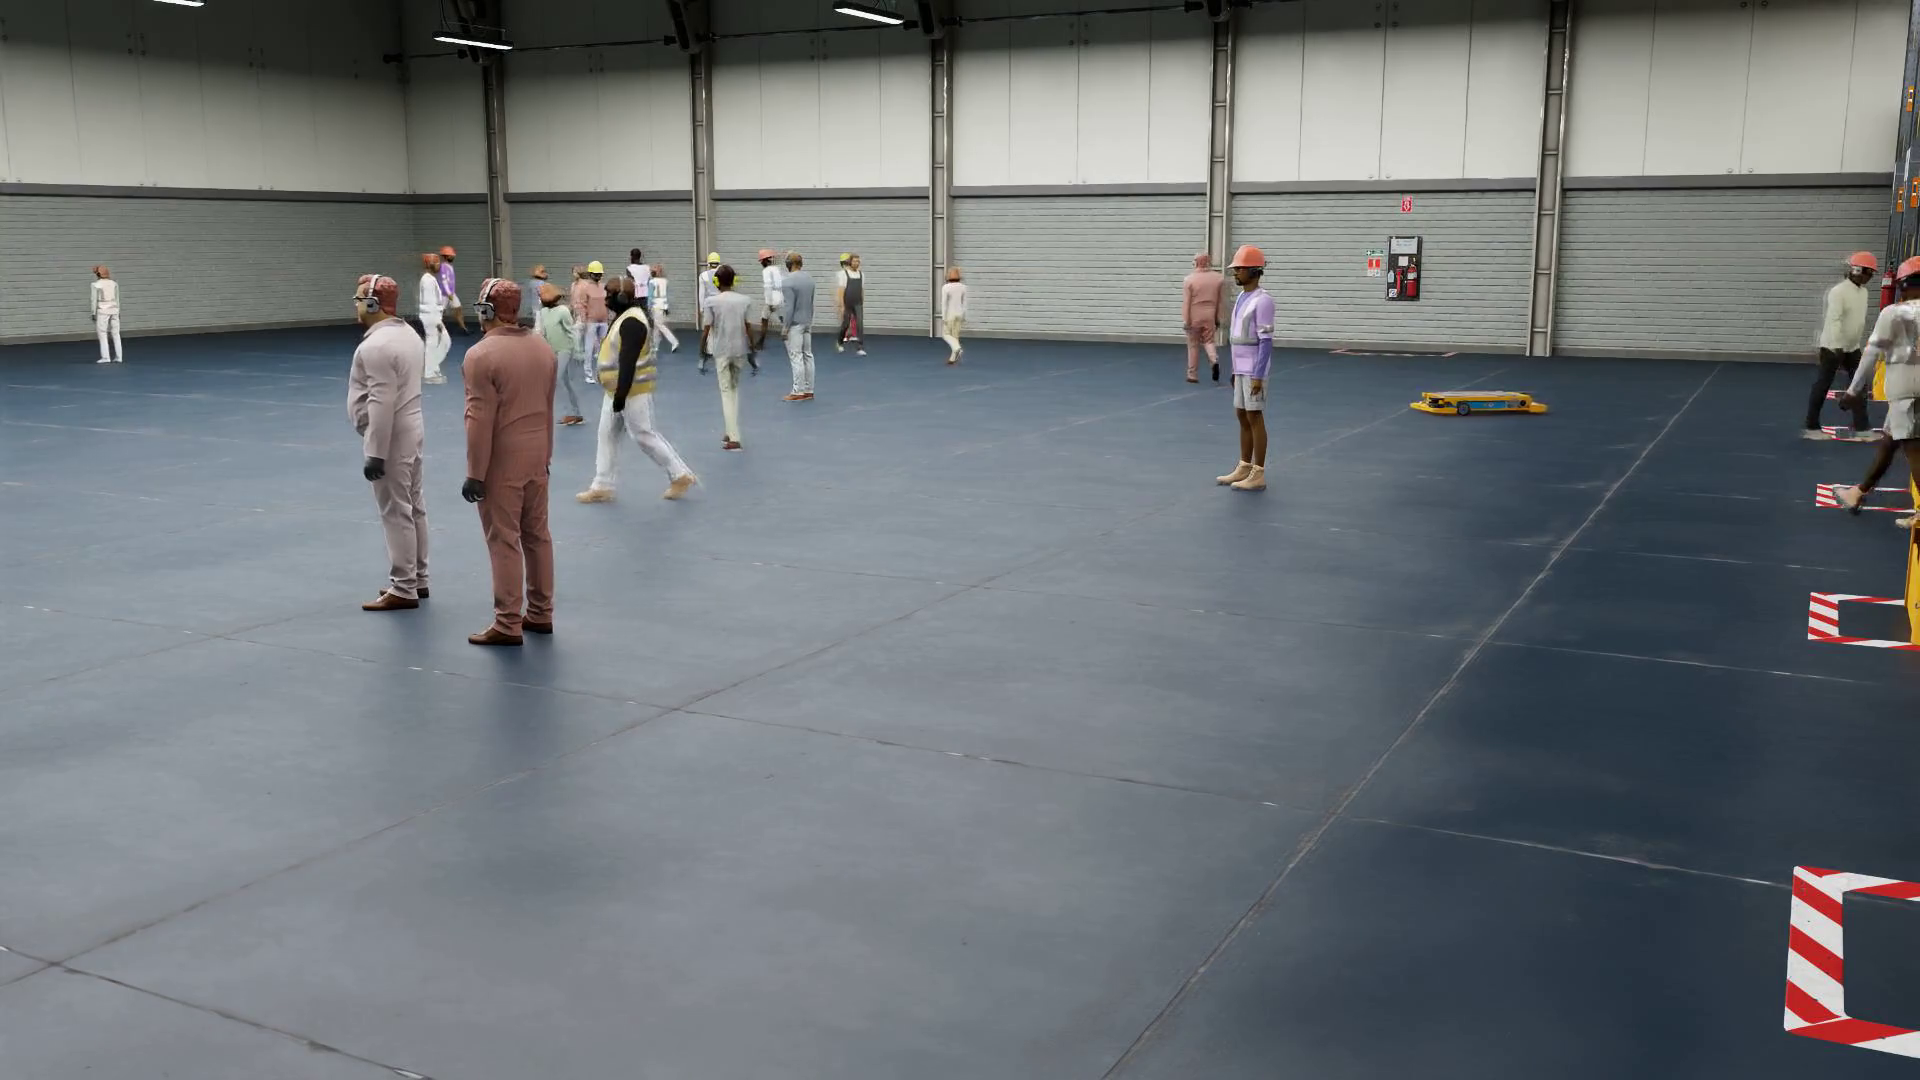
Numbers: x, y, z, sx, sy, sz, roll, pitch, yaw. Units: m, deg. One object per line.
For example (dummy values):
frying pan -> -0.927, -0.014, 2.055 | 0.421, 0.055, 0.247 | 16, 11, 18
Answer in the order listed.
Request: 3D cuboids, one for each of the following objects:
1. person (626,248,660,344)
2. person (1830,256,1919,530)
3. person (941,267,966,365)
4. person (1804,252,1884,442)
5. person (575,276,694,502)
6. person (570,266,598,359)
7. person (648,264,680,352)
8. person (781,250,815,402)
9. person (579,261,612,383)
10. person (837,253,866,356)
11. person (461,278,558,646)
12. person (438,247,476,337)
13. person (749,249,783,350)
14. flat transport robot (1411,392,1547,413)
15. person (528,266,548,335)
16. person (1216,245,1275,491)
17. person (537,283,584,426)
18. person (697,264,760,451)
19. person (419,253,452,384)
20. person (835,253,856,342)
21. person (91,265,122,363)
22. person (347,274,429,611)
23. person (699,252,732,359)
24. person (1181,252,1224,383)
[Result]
person -> -6.263, -4.771, 32.607 | 0.974, 1.881, 0.604 | 8, 13, 36
person -> 6.909, -1.091, 12.257 | 0.641, 1.958, 1.087 | -4, 11, -21
person -> -0.083, -3.658, 27.234 | 0.504, 1.620, 0.477 | -8, 13, -36
person -> 9.146, -1.956, 17.037 | 0.649, 1.940, 0.941 | -5, 11, -24
person -> -2.618, -1.200, 13.303 | 0.895, 1.815, 0.617 | -5, 11, -24
person -> -6.525, -3.941, 28.817 | 0.850, 1.601, 0.534 | -8, 13, -39
person -> -5.429, -4.212, 30.279 | 0.765, 1.611, 0.523 | 5, 11, 23
person -> -2.088, -2.735, 21.332 | 0.369, 1.936, 0.630 | 6, 12, 28
person -> -5.244, -3.141, 24.037 | 0.333, 1.761, 0.525 | 9, 14, 41
person -> -1.948, -4.205, 29.680 | 0.519, 1.821, 0.812 | -5, 12, -26
person -> -2.375, -0.404, 8.701 | 0.408, 1.908, 0.645 | 4, 11, 22
person -> -10.737, -5.184, 34.851 | 1.009, 1.891, 0.549 | 3, 11, 13
person -> -3.417, -4.430, 30.762 | 1.028, 1.875, 0.591 | 5, 11, 23
flat transport robot -> 6.240, -1.663, 20.029 | 1.431, 0.197, 0.652 | -1, 10, -8
person -> -7.247, -3.986, 29.069 | 0.531, 1.587, 0.838 | 10, 14, 43
person -> 2.404, -1.435, 13.946 | 0.381, 2.045, 0.605 | -2, 11, -11
person -> -4.460, -2.065, 18.589 | 0.557, 1.596, 0.516 | -9, 14, -42
person -> -2.355, -1.831, 16.663 | 0.571, 1.840, 0.795 | -6, 12, -32
person -> -7.541, -3.171, 23.904 | 0.481, 1.864, 0.609 | -3, 11, -14
person -> -2.292, -4.863, 33.403 | 0.523, 1.769, 0.313 | -9, 14, -41
person -> -14.273, -3.770, 27.826 | 0.315, 1.631, 0.513 | 5, 12, 26
person -> -3.279, -0.553, 9.512 | 0.402, 1.911, 0.638 | 0, 10, -1
person -> -4.213, -4.030, 28.671 | 0.588, 1.835, 0.403 | -4, 11, -20
person -> 3.482, -3.192, 23.936 | 0.659, 1.893, 0.619 | -3, 11, -16
